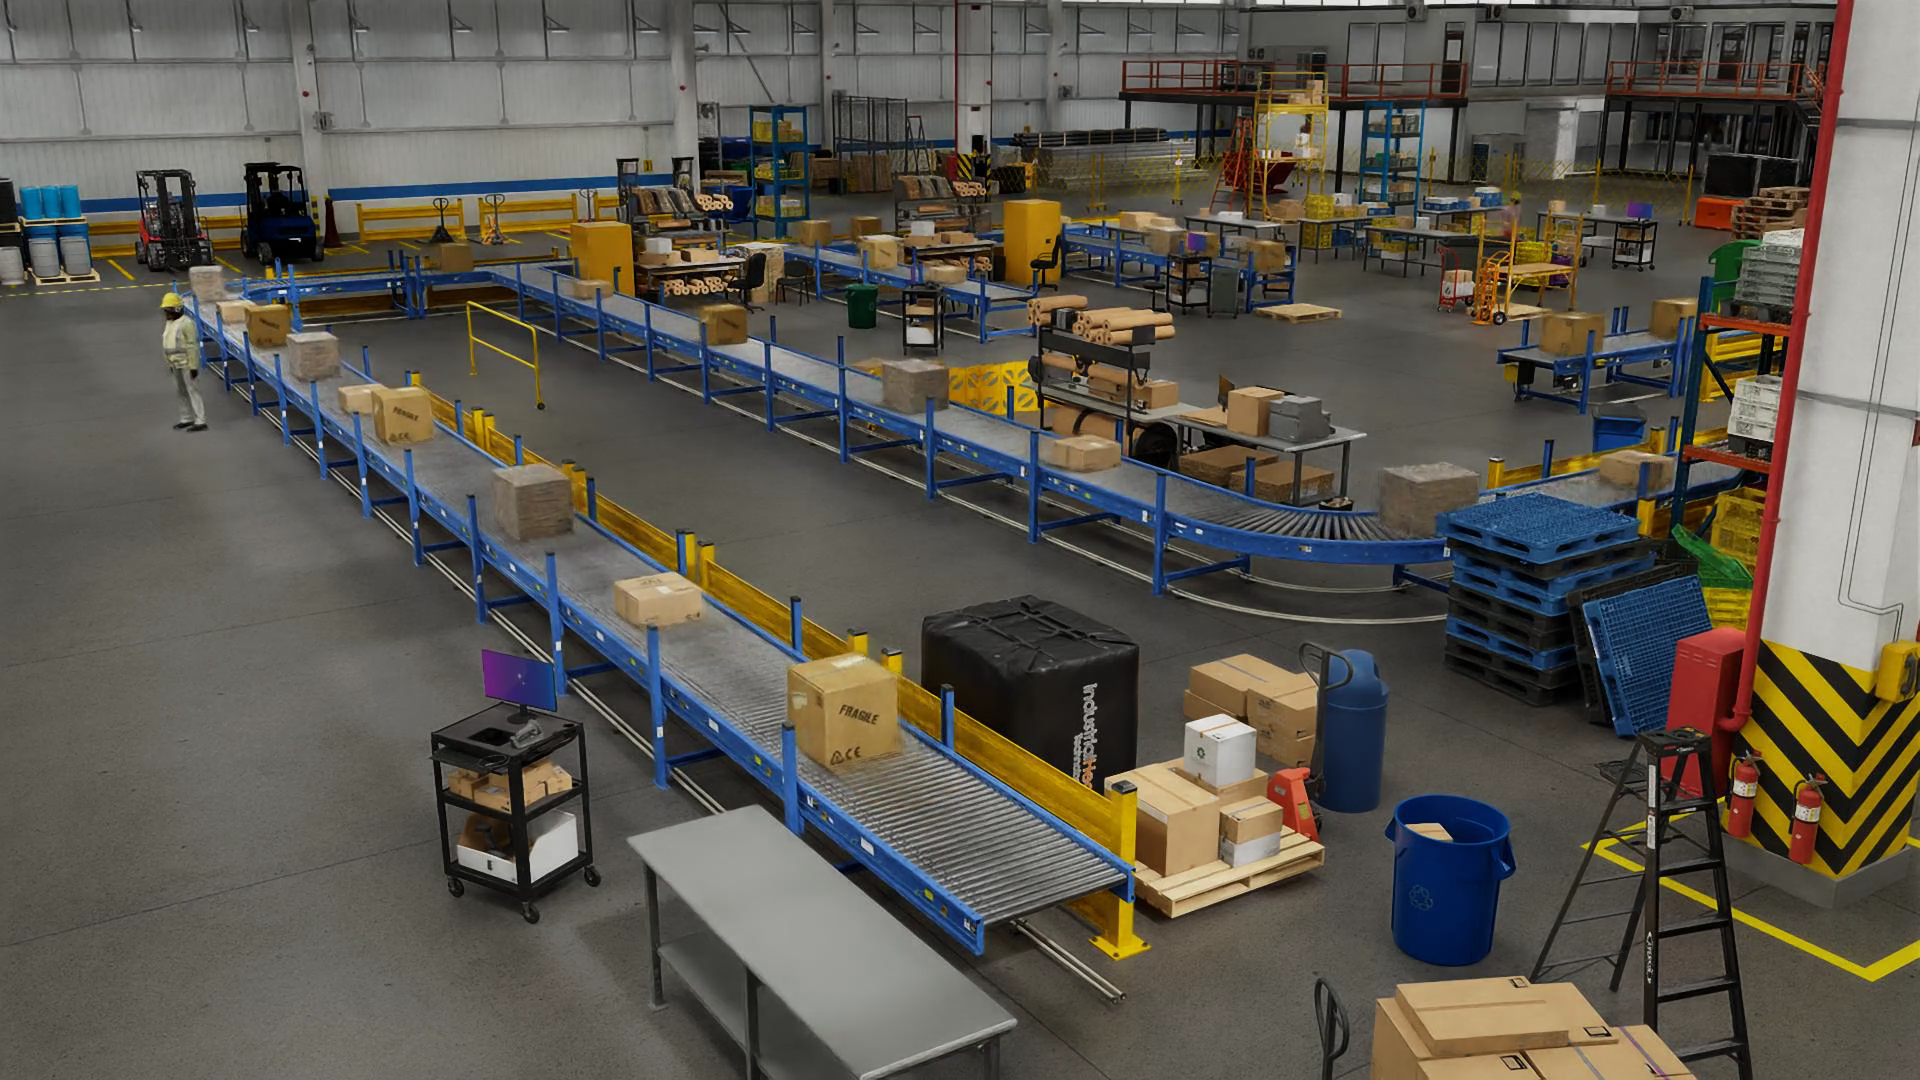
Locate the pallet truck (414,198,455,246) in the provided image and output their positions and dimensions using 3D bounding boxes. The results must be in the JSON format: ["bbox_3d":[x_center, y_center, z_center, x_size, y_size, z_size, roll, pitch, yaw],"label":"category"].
[{"bbox_3d":[-13.250,-8.060,41.856,0.680,1.201,1.601,-10,20,-31],"label":"pallet truck"}]

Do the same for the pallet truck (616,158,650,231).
[{"bbox_3d":[-8.918,-9.176,44.255,0.823,1.965,1.885,-9,19,-27],"label":"pallet truck"}]

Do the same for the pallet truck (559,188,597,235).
[{"bbox_3d":[-10.010,-8.652,43.699,0.653,1.274,1.630,-10,20,-31],"label":"pallet truck"}]

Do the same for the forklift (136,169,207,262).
[{"bbox_3d":[-17.842,-7.318,37.559,1.157,1.987,2.680,-10,20,-31],"label":"forklift"}]

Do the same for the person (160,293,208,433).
[{"bbox_3d":[-10.145,-2.315,21.707,0.600,1.829,0.404,12,21,35],"label":"person"}]

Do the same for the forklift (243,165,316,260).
[{"bbox_3d":[-15.898,-7.669,38.708,1.157,1.987,2.680,-11,20,-33],"label":"forklift"}]

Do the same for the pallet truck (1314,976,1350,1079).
[{"bbox_3d":[2.299,2.390,7.086,1.601,1.201,0.680,-2,17,-7],"label":"pallet truck"}]

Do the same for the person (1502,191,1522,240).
[{"bbox_3d":[12.310,-6.901,37.102,0.555,1.747,0.388,-7,18,-23],"label":"person"}]

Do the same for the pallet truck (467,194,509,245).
[{"bbox_3d":[-11.983,-8.177,42.137,0.704,1.261,1.522,-11,20,-33],"label":"pallet truck"}]

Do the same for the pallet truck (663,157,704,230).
[{"bbox_3d":[-7.586,-9.308,44.692,0.823,1.965,1.885,-11,20,-33],"label":"pallet truck"}]

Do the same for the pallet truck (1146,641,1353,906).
[{"bbox_3d":[1.664,1.407,10.232,1.630,1.274,0.653,-10,20,-31],"label":"pallet truck"}]

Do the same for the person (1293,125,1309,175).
[{"bbox_3d":[13.071,-14.858,63.423,0.589,1.859,0.880,-10,19,-29],"label":"person"}]
